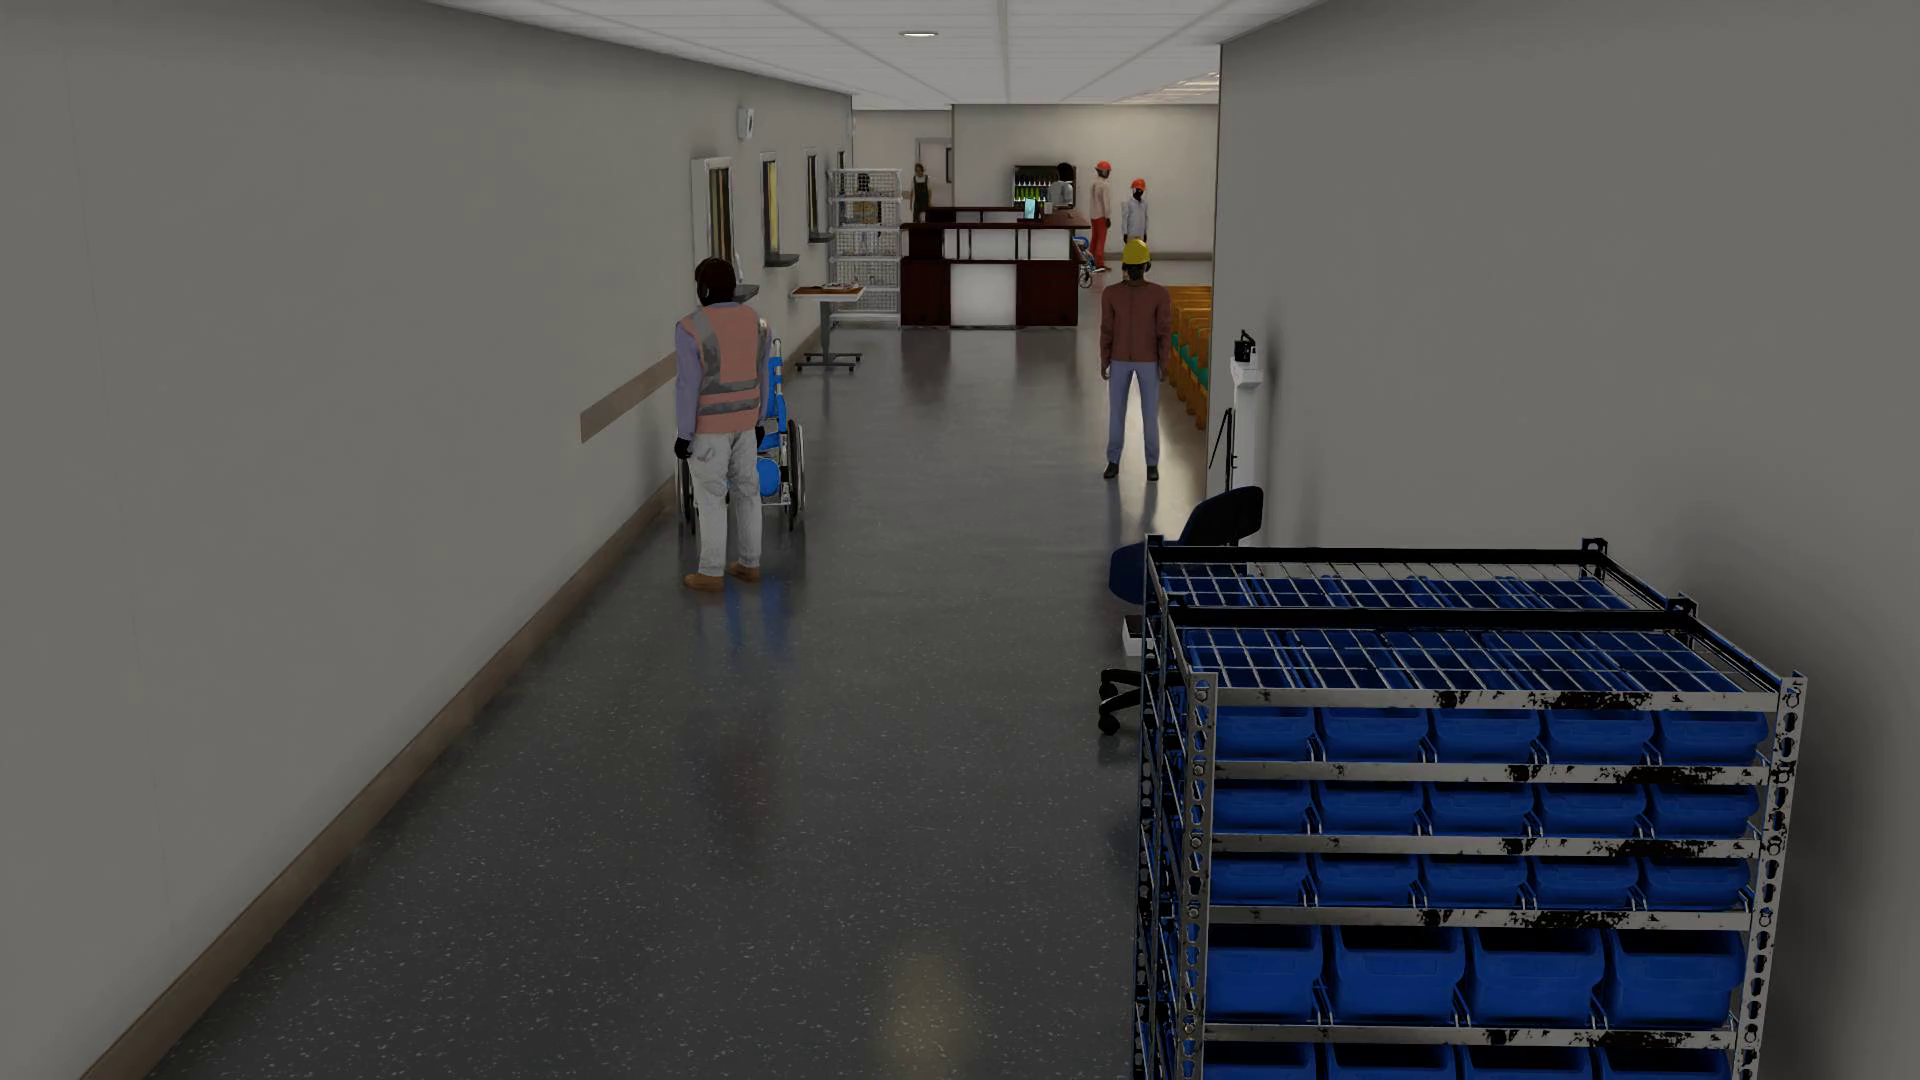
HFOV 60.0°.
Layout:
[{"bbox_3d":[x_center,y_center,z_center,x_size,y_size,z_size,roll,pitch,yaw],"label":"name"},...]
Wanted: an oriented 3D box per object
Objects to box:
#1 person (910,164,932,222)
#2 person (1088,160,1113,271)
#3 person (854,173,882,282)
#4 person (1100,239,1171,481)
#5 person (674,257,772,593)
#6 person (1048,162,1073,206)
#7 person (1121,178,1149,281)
[{"bbox_3d":[-0.896,-7.686,37.992,0.539,1.777,0.854,2,14,7],"label":"person"},{"bbox_3d":[2.561,-5.870,30.179,0.414,1.987,0.612,-5,15,-20],"label":"person"},{"bbox_3d":[-1.618,-5.249,27.947,0.626,1.844,0.429,-1,14,-3],"label":"person"},{"bbox_3d":[1.269,-1.300,12.097,0.522,1.758,0.350,4,14,15],"label":"person"},{"bbox_3d":[-1.330,-0.633,9.208,0.429,1.843,0.633,12,18,41],"label":"person"},{"bbox_3d":[1.806,-5.691,29.476,0.364,1.964,0.612,-10,17,-35],"label":"person"},{"bbox_3d":[2.919,-5.109,27.576,0.564,1.743,0.351,-10,17,-36],"label":"person"}]
